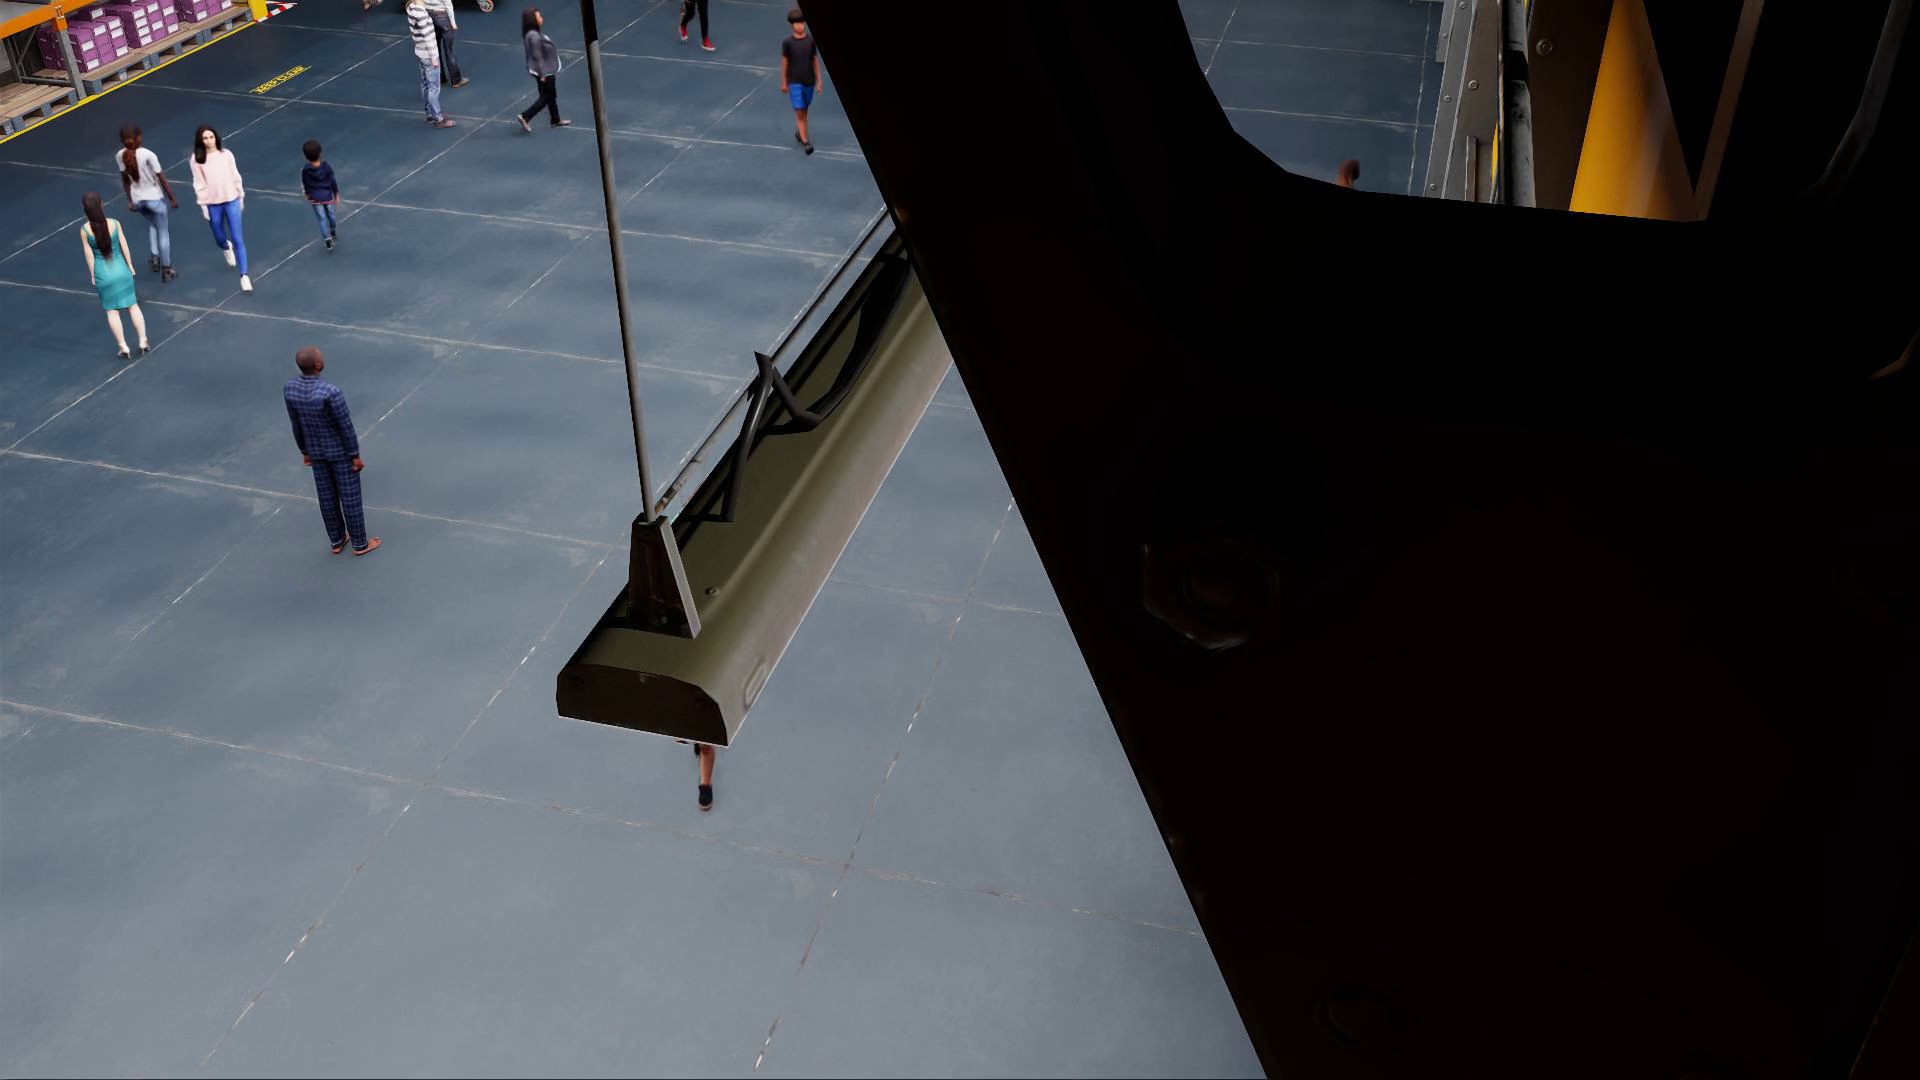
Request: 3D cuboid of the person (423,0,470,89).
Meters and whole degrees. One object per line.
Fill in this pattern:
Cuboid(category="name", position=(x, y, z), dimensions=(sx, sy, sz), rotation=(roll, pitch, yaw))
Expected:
Cuboid(category="person", position=(-7.182, -7.172, 22.896), dimensions=(0.645, 1.820, 0.547), rotation=(9, 35, 14))

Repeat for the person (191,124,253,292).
Cuboid(category="person", position=(-7.770, -3.528, 17.477), dimensions=(1.059, 1.750, 1.151), rotation=(-16, 37, -23))

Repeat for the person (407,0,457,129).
Cuboid(category="person", position=(-6.923, -6.305, 21.561), dimensions=(0.764, 1.854, 0.715), rotation=(-19, 38, -26))

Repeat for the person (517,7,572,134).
Cuboid(category="person", position=(-5.462, -6.033, 21.401), dimensions=(1.039, 1.578, 1.005), rotation=(-14, 36, -20))

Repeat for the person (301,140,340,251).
Cuboid(category="person", position=(-7.066, -3.788, 18.371), dimensions=(0.806, 1.193, 0.899), rotation=(-14, 36, -20))

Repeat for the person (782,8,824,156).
Cuboid(category="person", position=(-2.006, -5.759, 20.840), dimensions=(1.051, 1.743, 1.228), rotation=(-11, 35, -16))

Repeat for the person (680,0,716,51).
Cuboid(category="person", position=(-3.931, -8.040, 24.356), dimensions=(1.015, 1.650, 1.018), rotation=(-24, 40, -31))

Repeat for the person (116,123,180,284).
Cuboid(category="person", position=(-8.558, -3.513, 17.491), dimensions=(0.616, 1.710, 0.629), rotation=(5, 34, 7))

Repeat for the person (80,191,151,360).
Cuboid(category="person", position=(-8.187, -2.556, 16.071), dimensions=(0.578, 1.687, 0.678), rotation=(-27, 42, -34))

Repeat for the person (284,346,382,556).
Cuboid(category="person", position=(-4.993, -0.708, 13.168), dimensions=(0.675, 1.824, 0.593), rotation=(7, 34, 11))
